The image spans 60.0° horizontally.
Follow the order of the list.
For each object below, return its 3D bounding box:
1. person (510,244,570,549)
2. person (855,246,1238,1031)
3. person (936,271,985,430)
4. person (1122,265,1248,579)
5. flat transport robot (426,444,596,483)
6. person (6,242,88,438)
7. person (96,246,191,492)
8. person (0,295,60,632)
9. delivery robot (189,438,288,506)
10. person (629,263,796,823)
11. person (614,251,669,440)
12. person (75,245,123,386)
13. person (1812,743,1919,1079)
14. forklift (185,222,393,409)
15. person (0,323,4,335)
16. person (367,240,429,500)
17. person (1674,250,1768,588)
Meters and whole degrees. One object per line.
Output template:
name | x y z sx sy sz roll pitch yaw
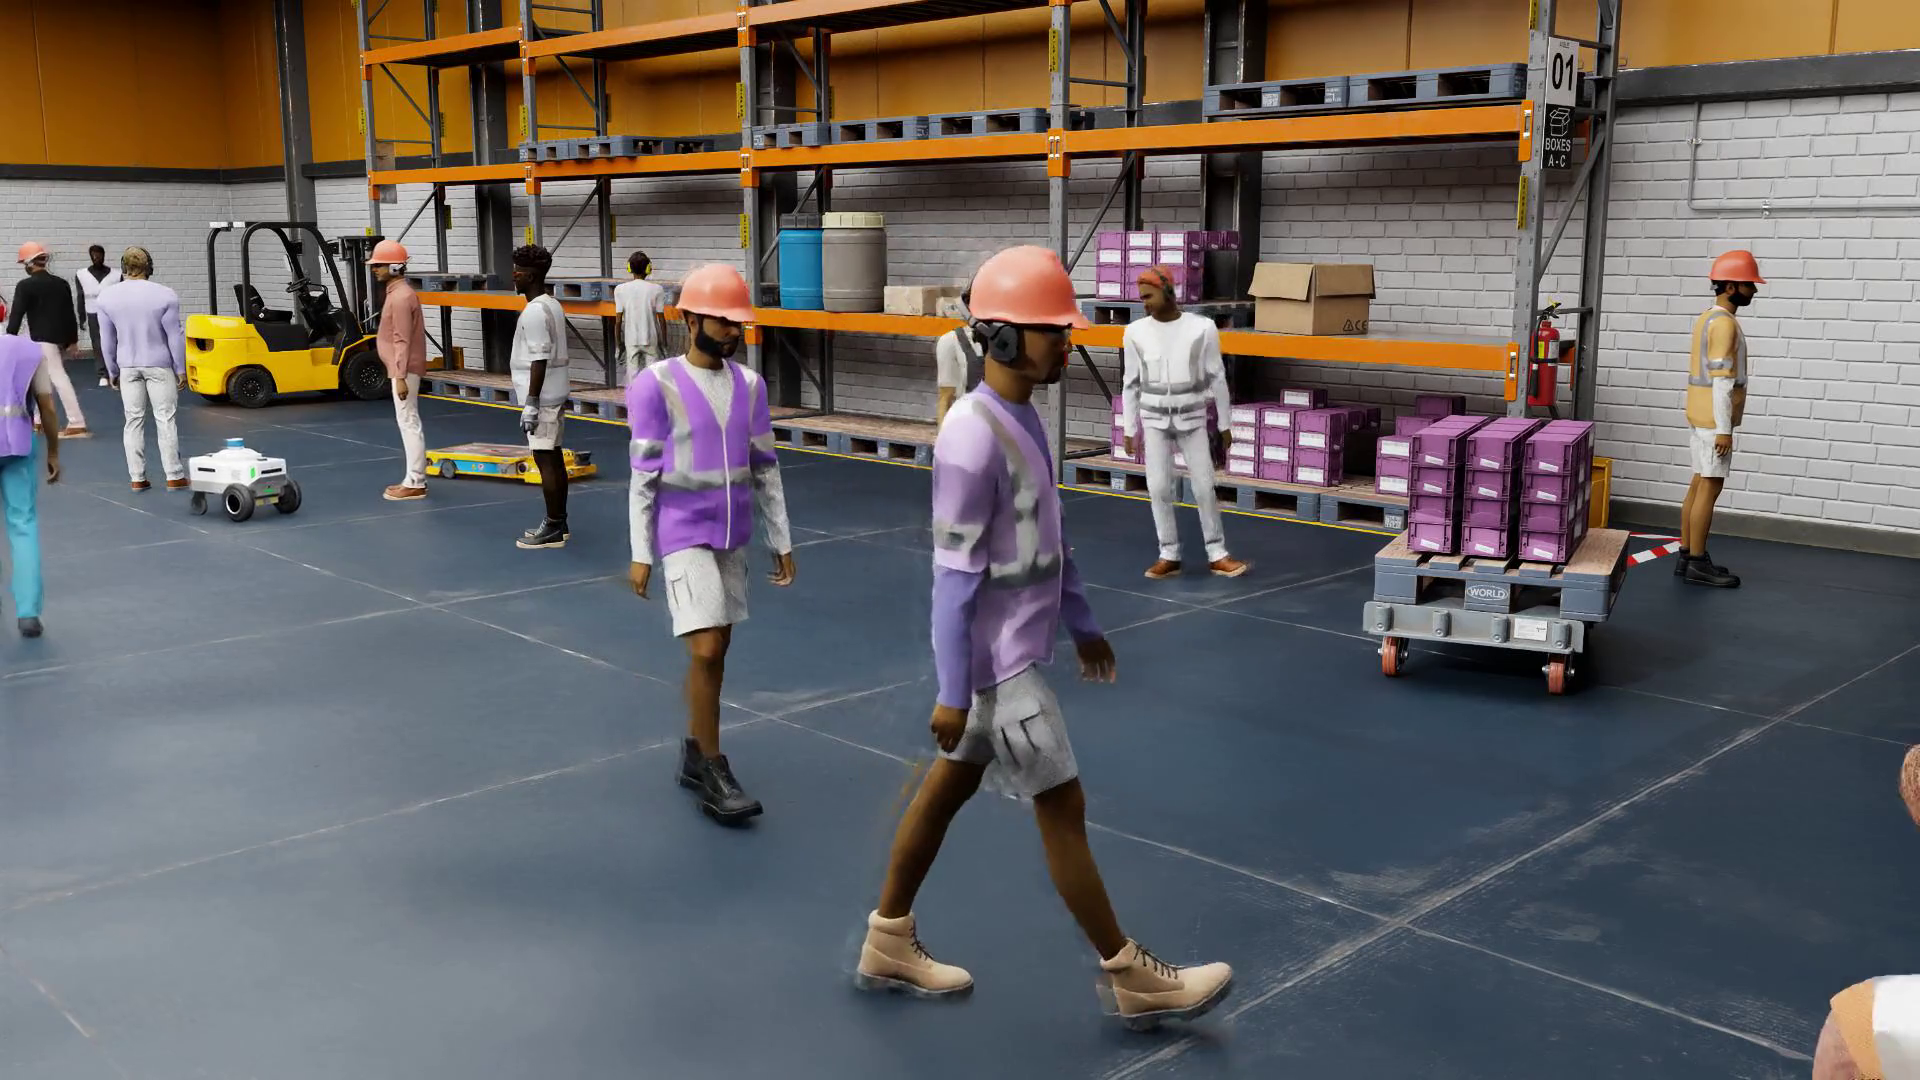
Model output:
person | -2.728 -0.929 10.811 0.368 1.966 0.603 0 10 -3
person | 0.186 0.263 4.237 1.043 1.985 0.637 2 11 10
person | 0.115 -0.455 8.559 0.507 1.847 0.343 -7 12 -33
person | 1.322 -0.675 9.748 0.753 1.851 0.386 3 11 16
flat transport robot | -3.830 -0.657 13.956 1.431 0.197 0.652 5 12 26
person | -9.207 -1.983 16.620 1.010 1.932 0.640 2 11 12
person | -6.417 -1.337 13.116 0.628 1.940 0.373 -1 10 -7
person | -4.994 -0.437 8.617 0.593 1.788 0.992 -6 12 -31
delivery robot | -5.217 -0.490 12.016 0.707 0.478 0.477 5 12 27
person | -0.793 0.011 5.799 0.701 1.918 0.577 10 14 42
person | -3.142 -1.906 16.410 0.535 1.868 0.309 -1 10 -6
person | -11.649 -3.052 22.592 0.596 1.905 0.564 -5 12 -26
person | 1.111 0.954 1.519 0.667 1.605 0.372 6 12 28
forklift | -8.169 -2.758 20.163 2.313 2.155 1.214 -10 14 -44
person | -10.752 -2.192 18.092 1.024 1.830 0.582 7 13 35
person | -4.300 -1.297 12.779 0.399 1.990 0.617 -3 11 -18
person | 4.409 -0.699 9.637 0.366 1.935 0.552 3 11 14
